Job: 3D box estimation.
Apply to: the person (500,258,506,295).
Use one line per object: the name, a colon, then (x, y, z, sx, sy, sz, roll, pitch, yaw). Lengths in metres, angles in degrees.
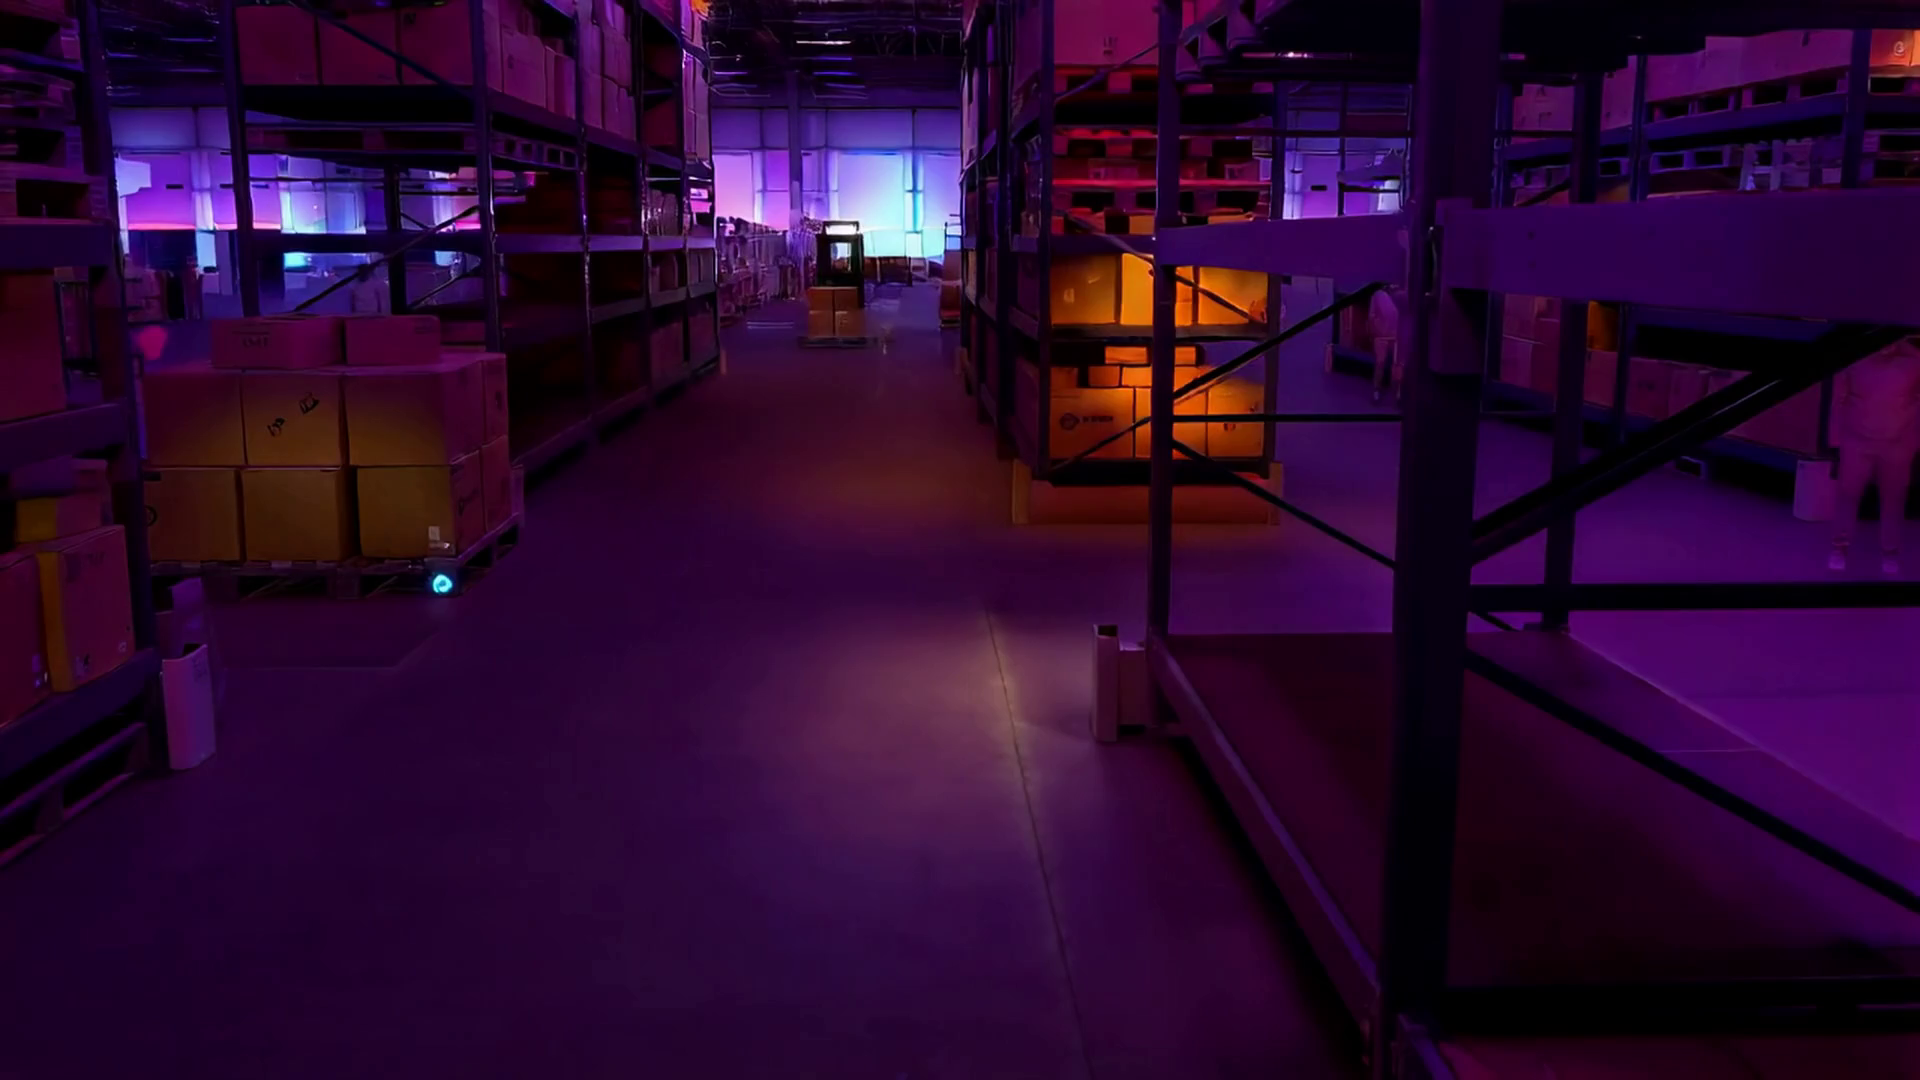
person: (-14.412, -7.963, 52.329, 0.764, 1.860, 0.587, -5, 11, -25)

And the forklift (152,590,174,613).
forklift: (-5.858, -0.811, 9.639, 1.873, 2.768, 1.129, -1, 10, -3)

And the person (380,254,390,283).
person: (-21.515, -9.787, 62.340, 0.408, 1.918, 0.584, 1, 10, 3)

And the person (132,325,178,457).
person: (-6.563, -0.906, 13.536, 0.533, 1.675, 0.370, -1, 10, -8)

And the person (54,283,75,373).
person: (-15.757, -3.695, 29.205, 0.414, 1.618, 0.515, 6, 12, 30)

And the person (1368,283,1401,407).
person: (6.129, -2.856, 23.671, 0.628, 1.935, 0.373, 2, 10, 12)

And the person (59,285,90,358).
person: (-16.629, -4.008, 31.038, 0.837, 1.594, 0.512, -5, 12, -28)

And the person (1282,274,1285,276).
person: (11.431, -8.934, 57.515, 0.631, 1.940, 0.372, -4, 11, -21)

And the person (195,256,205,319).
person: (-23.060, -7.617, 50.206, 0.374, 1.929, 0.542, -3, 11, -16)

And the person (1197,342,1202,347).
person: (3.337, -2.987, 24.517, 0.546, 1.901, 0.959, -1, 10, -3)

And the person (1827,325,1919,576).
person: (6.482, -0.696, 11.748, 0.647, 1.898, 0.398, 6, 12, 28)

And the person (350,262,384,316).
person: (-11.868, -4.586, 33.259, 0.630, 1.944, 0.448, -1, 10, -6)

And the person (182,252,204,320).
person: (-23.000, -7.602, 49.811, 0.684, 2.000, 0.535, 7, 12, 35)

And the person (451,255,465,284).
person: (-20.949, -10.985, 69.436, 0.907, 1.785, 0.674, 4, 11, 19)

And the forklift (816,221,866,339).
forklift: (-2.773, -6.050, 38.826, 1.129, 2.768, 1.873, 0, 10, -2)

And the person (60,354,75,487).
person: (-6.590, -0.774, 11.915, 1.054, 1.998, 0.628, 2, 10, 9)

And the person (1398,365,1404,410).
person: (4.406, -1.315, 15.727, 0.541, 1.686, 0.365, 5, 11, 25)

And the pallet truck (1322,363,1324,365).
pallet truck: (7.712, -4.157, 30.737, 1.885, 1.965, 0.823, 3, 11, 16)
